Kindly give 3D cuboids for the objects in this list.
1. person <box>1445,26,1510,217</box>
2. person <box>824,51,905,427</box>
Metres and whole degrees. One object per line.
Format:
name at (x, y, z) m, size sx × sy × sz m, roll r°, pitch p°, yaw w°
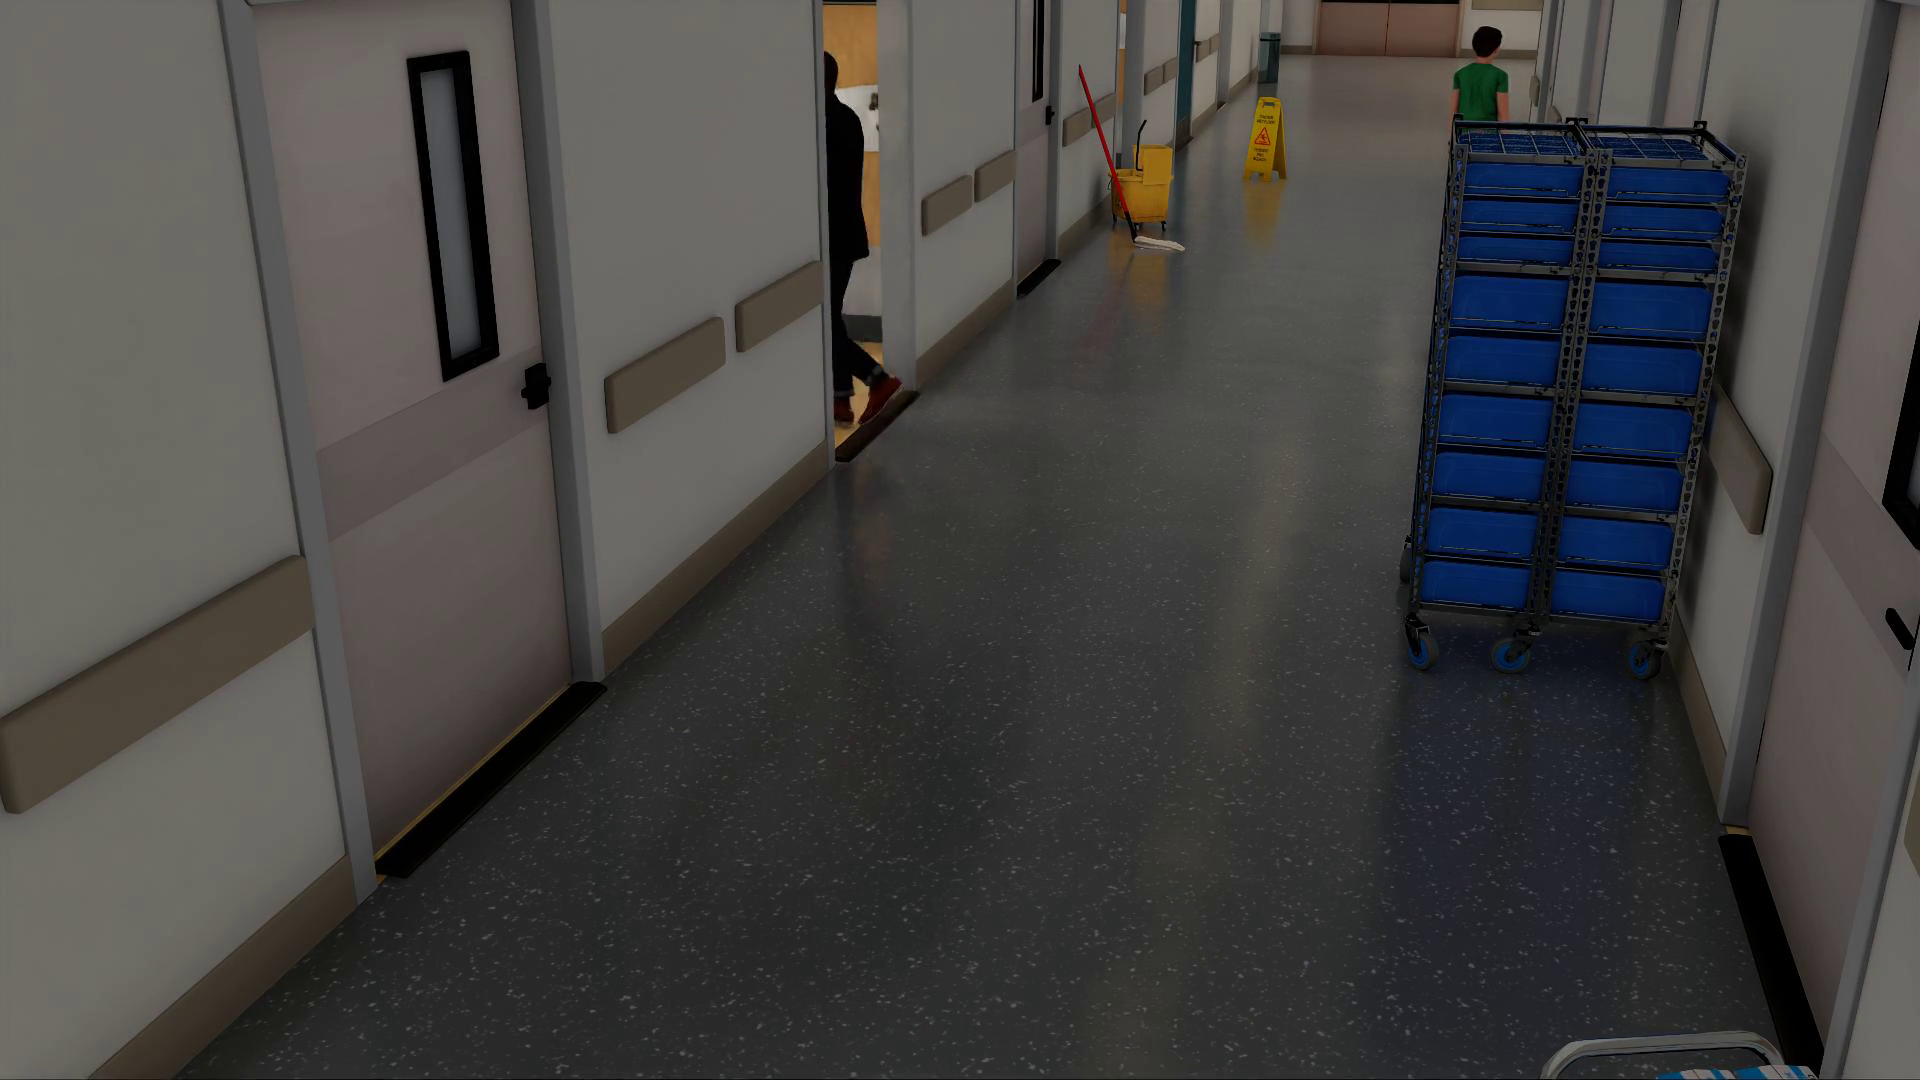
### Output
person at (3.749, -2.883, 12.097) m, size 0.654 × 1.651 × 0.636 m, roll 14°, pitch 25°, yaw 33°
person at (-0.541, -1.386, 7.931) m, size 0.776 × 1.802 × 0.754 m, roll 4°, pitch 21°, yaw 11°
